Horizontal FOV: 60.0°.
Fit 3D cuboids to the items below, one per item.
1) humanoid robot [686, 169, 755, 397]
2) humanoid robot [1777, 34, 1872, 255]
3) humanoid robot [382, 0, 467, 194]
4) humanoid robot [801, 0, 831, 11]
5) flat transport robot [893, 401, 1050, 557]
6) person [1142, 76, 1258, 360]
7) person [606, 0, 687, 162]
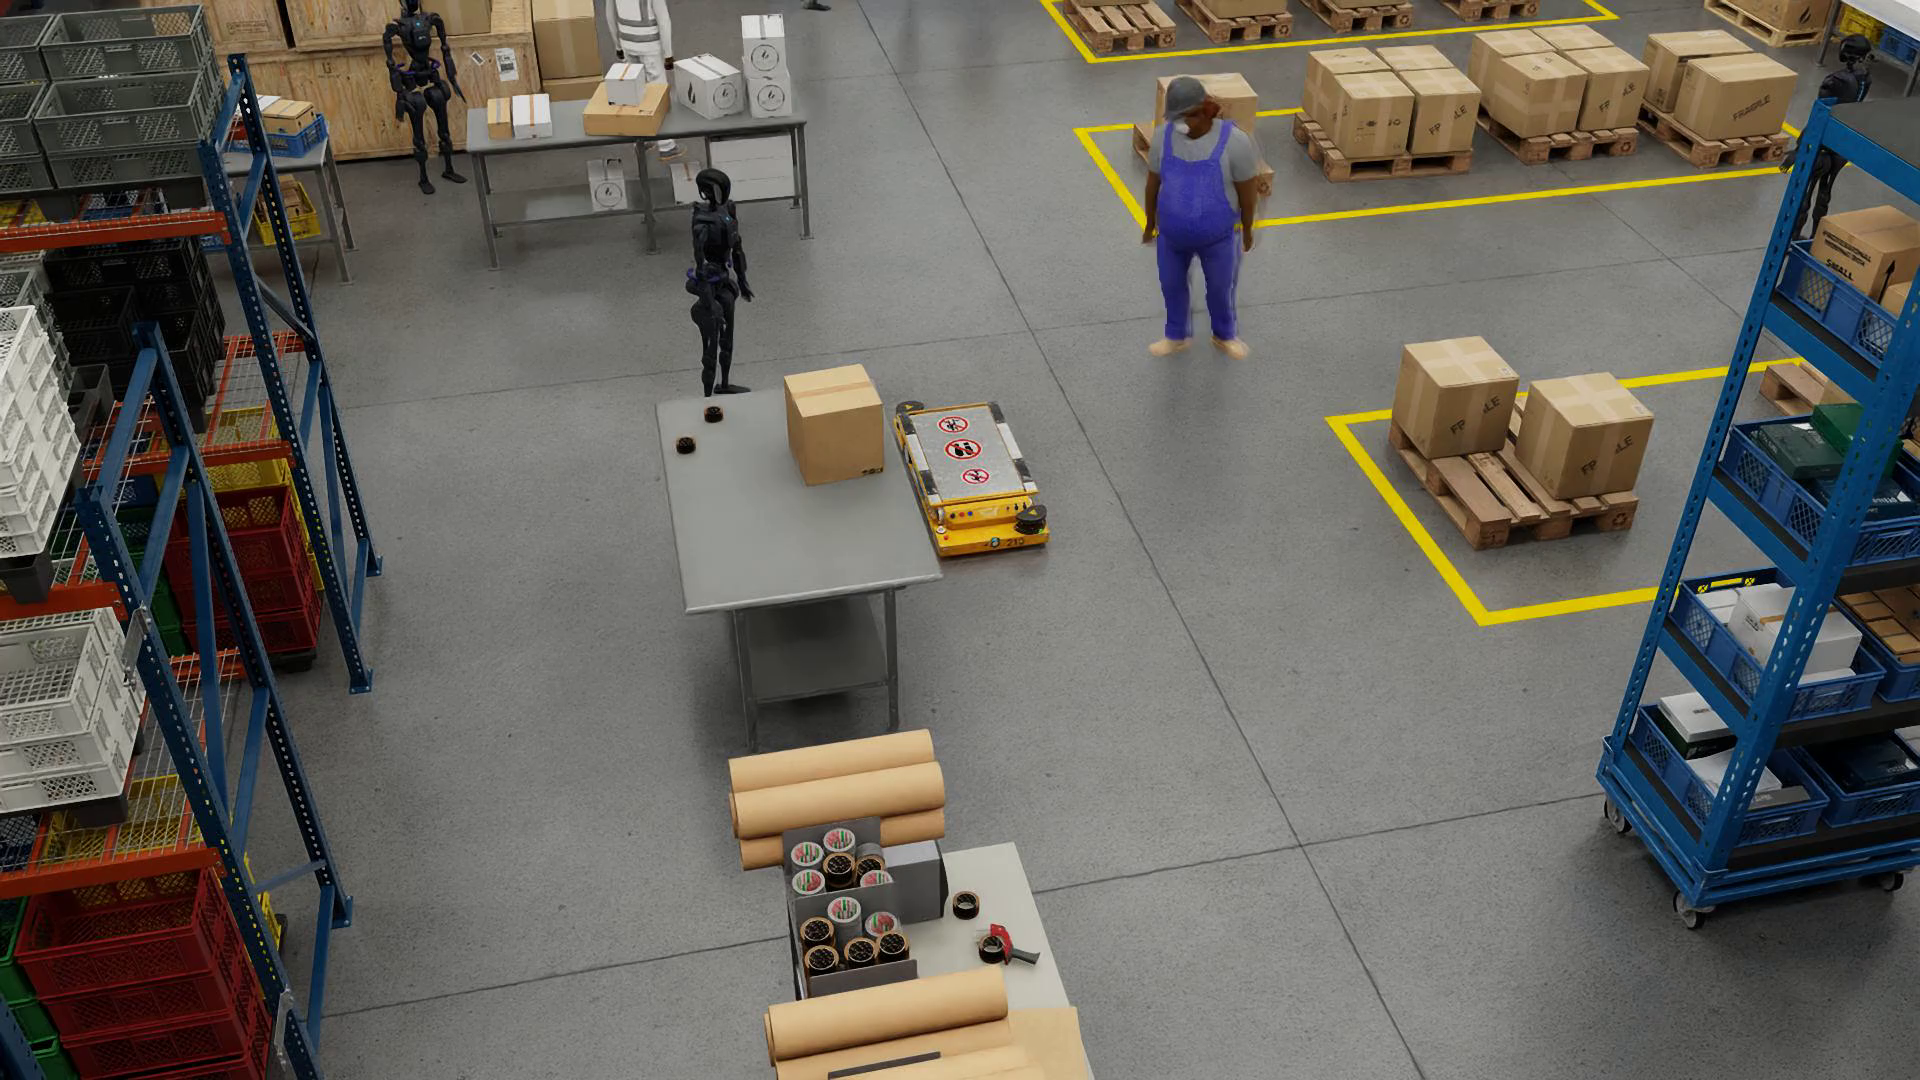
[{"bbox_3d":[-1.523,-1.565,10.477,0.328,1.651,0.572,11,38,15],"label":"humanoid robot"},{"bbox_3d":[6.375,-2.910,12.272,0.602,1.658,0.324,-18,40,-23],"label":"humanoid robot"},{"bbox_3d":[-4.242,-3.587,13.184,0.330,1.657,0.584,31,46,34],"label":"humanoid robot"},{"bbox_3d":[-1.520,-6.149,16.639,0.451,1.638,0.642,6,37,8],"label":"humanoid robot"},{"bbox_3d":[0.046,-0.430,10.108,0.652,0.197,1.431,-8,37,-10],"label":"flat transport robot"},{"bbox_3d":[1.586,-2.088,10.877,0.811,2.000,0.571,14,39,18],"label":"person"},{"bbox_3d":[-2.596,-4.037,13.629,0.573,1.881,0.357,16,40,21],"label":"person"}]
